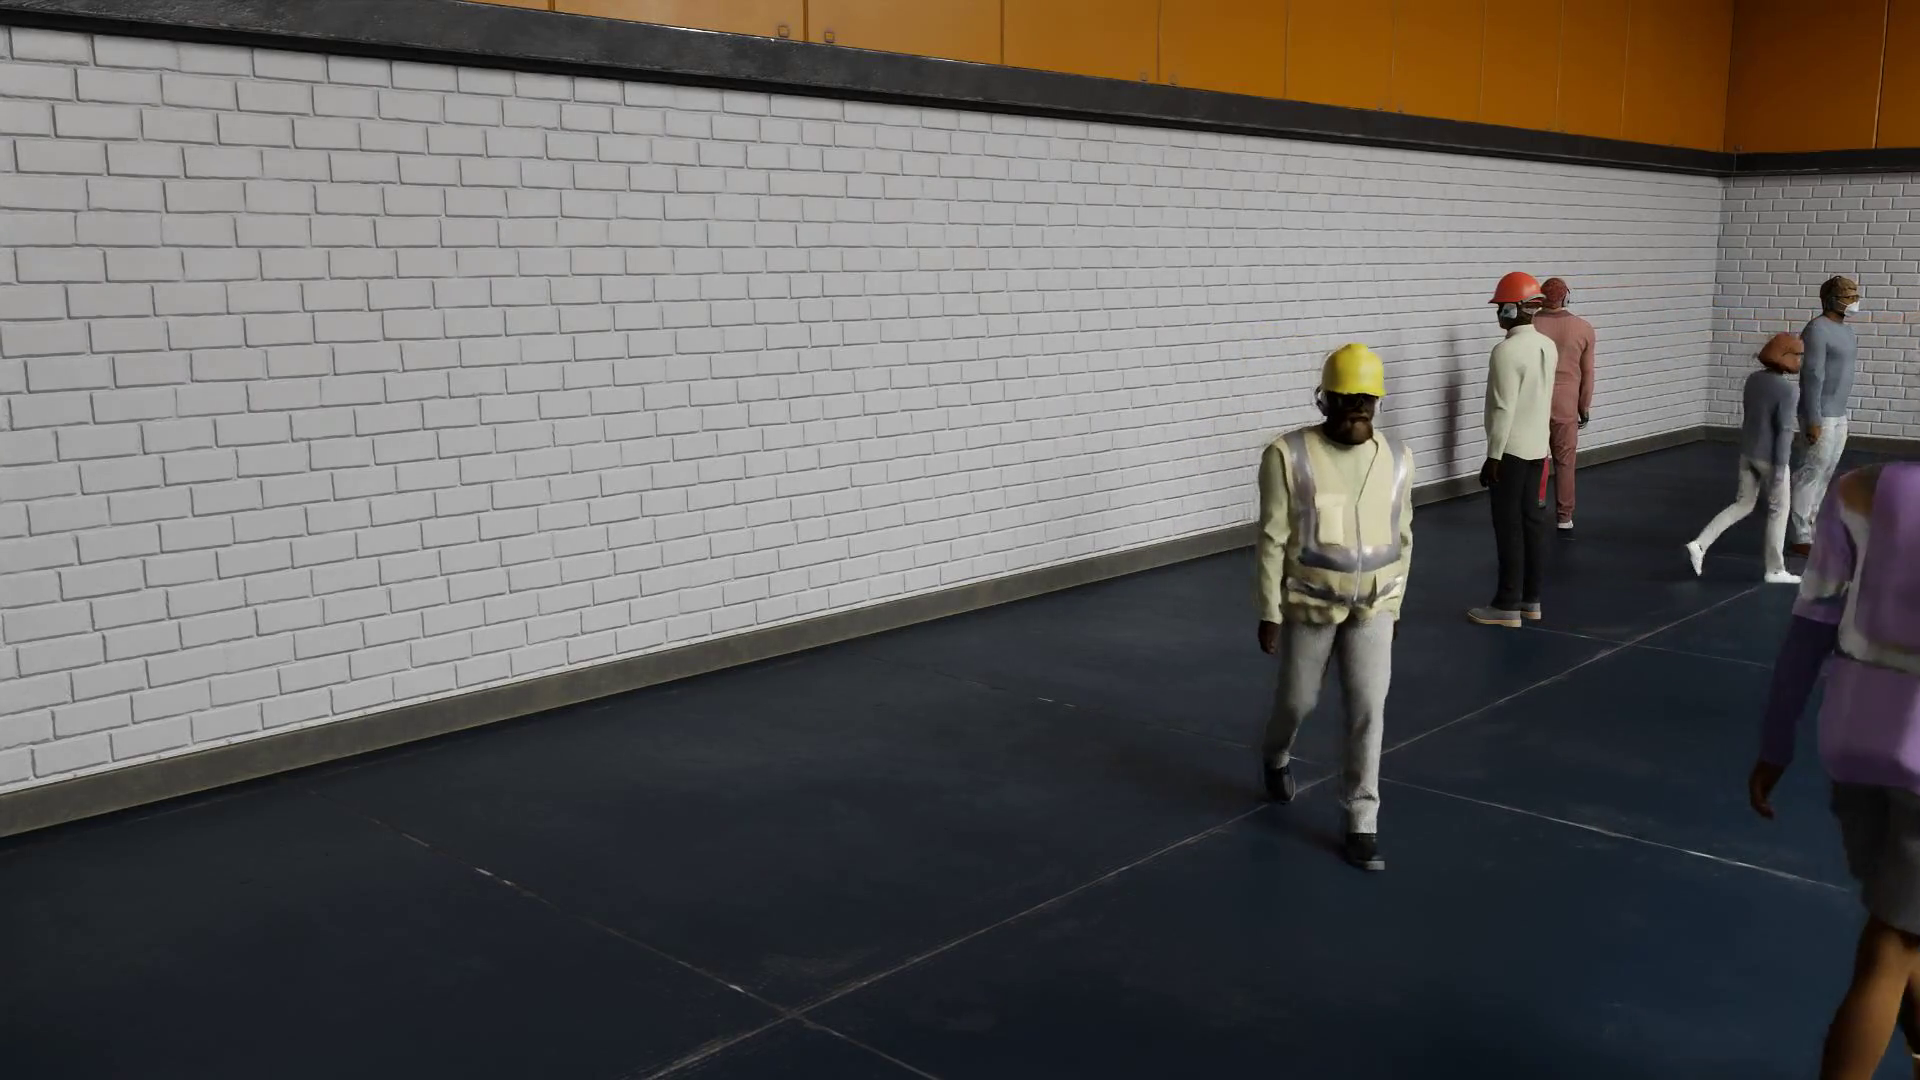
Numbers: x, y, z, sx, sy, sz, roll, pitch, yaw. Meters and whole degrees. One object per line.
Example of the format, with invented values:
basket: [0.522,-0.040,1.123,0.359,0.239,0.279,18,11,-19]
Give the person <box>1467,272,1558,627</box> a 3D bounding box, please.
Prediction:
person: [3.127,-0.511,9.419,0.397,1.992,0.622,10,14,44]

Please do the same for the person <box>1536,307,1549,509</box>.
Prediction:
person: [4.646,-1.123,13.585,0.335,1.759,0.523,-1,10,-5]

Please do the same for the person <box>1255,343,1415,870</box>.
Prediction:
person: [1.323,0.194,5.955,0.597,1.808,0.820,-1,10,-6]

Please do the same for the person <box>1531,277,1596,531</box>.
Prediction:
person: [4.430,-1.015,12.544,0.640,1.909,0.409,2,10,12]

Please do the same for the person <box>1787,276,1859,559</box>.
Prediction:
person: [5.952,-0.836,11.435,0.372,1.940,0.632,10,14,44]

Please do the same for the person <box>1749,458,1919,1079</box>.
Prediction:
person: [2.211,0.492,3.764,1.013,1.970,0.670,-6,12,-31]

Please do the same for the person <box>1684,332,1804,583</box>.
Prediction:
person: [5.013,-0.507,10.500,0.703,1.610,0.534,-2,10,-10]
